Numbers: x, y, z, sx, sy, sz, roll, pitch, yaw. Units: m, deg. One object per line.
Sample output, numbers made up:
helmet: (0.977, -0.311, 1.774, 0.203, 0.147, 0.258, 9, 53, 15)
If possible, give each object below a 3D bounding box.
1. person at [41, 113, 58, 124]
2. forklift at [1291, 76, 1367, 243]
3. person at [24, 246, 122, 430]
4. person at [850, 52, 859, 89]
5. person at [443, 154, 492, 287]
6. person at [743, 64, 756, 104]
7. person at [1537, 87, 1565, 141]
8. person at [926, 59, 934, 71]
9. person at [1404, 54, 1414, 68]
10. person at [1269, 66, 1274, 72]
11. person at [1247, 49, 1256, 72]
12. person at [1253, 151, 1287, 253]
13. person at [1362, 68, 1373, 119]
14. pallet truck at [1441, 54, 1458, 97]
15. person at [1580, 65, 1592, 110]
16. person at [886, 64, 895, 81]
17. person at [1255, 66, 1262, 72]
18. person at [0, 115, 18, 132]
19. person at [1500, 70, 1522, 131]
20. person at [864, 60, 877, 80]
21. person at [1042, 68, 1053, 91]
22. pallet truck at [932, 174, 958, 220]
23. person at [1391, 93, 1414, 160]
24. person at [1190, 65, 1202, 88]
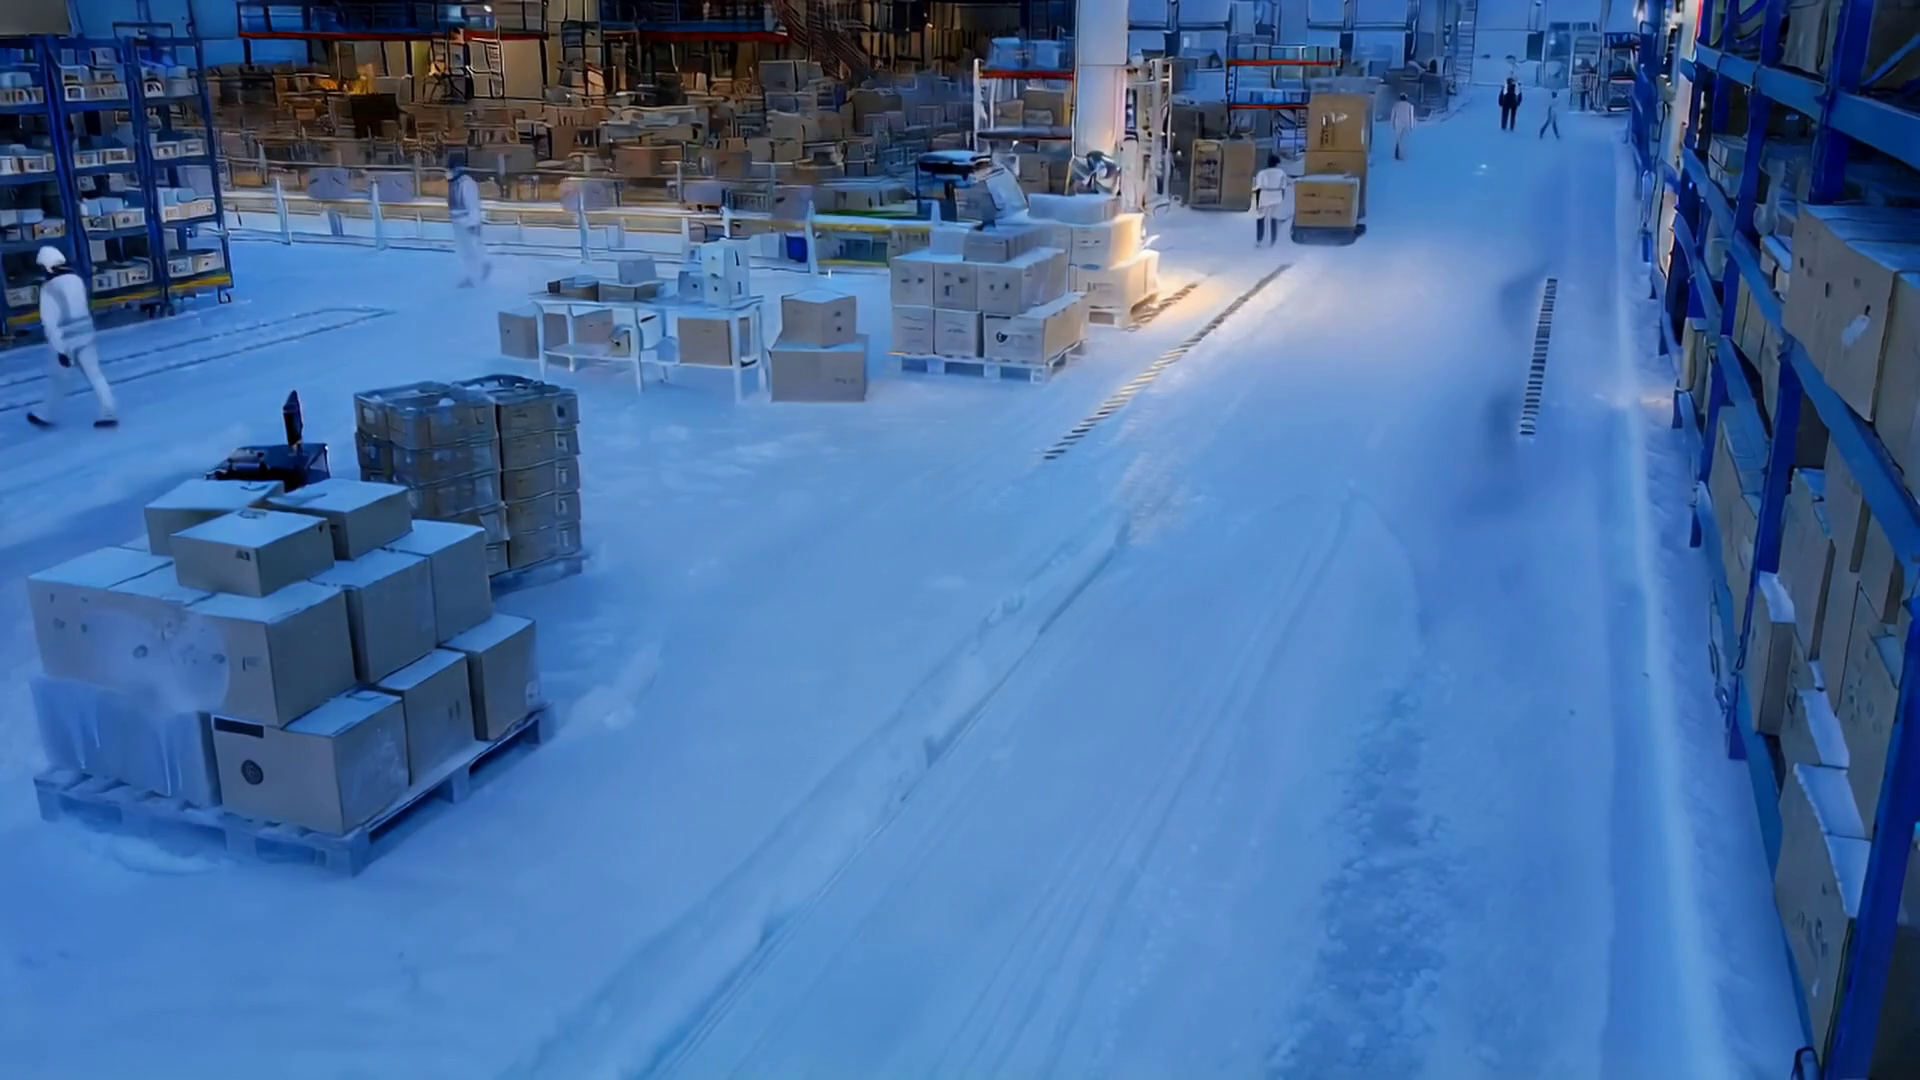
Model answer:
person: (-22.413, -10.096, 41.238, 0.390, 2.040, 0.614, 5, 18, 15)
forklift: (6.598, -6.755, 29.381, 1.129, 2.768, 1.873, 6, 19, 19)
person: (-8.616, -1.926, 15.990, 0.936, 1.783, 0.596, 4, 18, 13)
person: (-5.462, -24.531, 86.852, 0.574, 1.885, 0.356, 6, 19, 19)
person: (-7.255, -4.663, 24.330, 0.650, 1.939, 0.505, 10, 20, 28)
person: (-9.003, -19.533, 71.414, 0.905, 1.714, 0.534, 10, 20, 28)
person: (18.537, -13.328, 52.023, 0.874, 1.650, 0.541, 9, 20, 26)
person: (-1.367, -20.605, 74.581, 0.326, 1.841, 0.516, 13, 22, 36)
person: (21.512, -22.275, 79.673, 0.371, 1.941, 0.627, -9, 20, -27)
person: (13.810, -20.164, 73.437, 0.501, 1.678, 0.782, -14, 22, -37)
person: (16.098, -26.225, 92.136, 1.046, 1.930, 0.634, 3, 18, 10)
person: (5.207, -5.708, 28.047, 0.546, 1.661, 0.752, -3, 18, -8)
person: (15.353, -16.756, 62.485, 0.745, 1.839, 0.524, -13, 22, -35)
pallet truck: (22.765, -21.886, 78.355, 0.823, 1.965, 1.885, -4, 18, -14)
person: (24.871, -17.923, 66.114, 0.571, 1.876, 0.353, -16, 24, -41)
person: (-2.812, -18.372, 67.572, 0.435, 1.848, 0.520, 11, 21, 31)
person: (16.611, -26.446, 92.870, 0.831, 1.892, 0.580, 11, 20, 30)
person: (-27.826, -12.336, 48.490, 0.645, 1.913, 0.409, -4, 18, -13)
person: (18.604, -14.878, 56.267, 0.694, 2.000, 0.720, 8, 19, 23)
person: (-3.818, -19.203, 70.020, 0.626, 1.930, 0.805, -9, 20, -25)
person: (3.531, -18.211, 67.054, 0.586, 1.853, 1.032, -9, 20, -27)
pallet truck: (-0.507, -5.292, 27.348, 0.653, 1.274, 1.630, 6, 19, 19)
person: (12.099, -11.318, 45.510, 0.592, 1.788, 0.945, 4, 18, 13)
person: (9.514, -18.008, 66.384, 1.004, 1.862, 0.610, -5, 18, -16)
